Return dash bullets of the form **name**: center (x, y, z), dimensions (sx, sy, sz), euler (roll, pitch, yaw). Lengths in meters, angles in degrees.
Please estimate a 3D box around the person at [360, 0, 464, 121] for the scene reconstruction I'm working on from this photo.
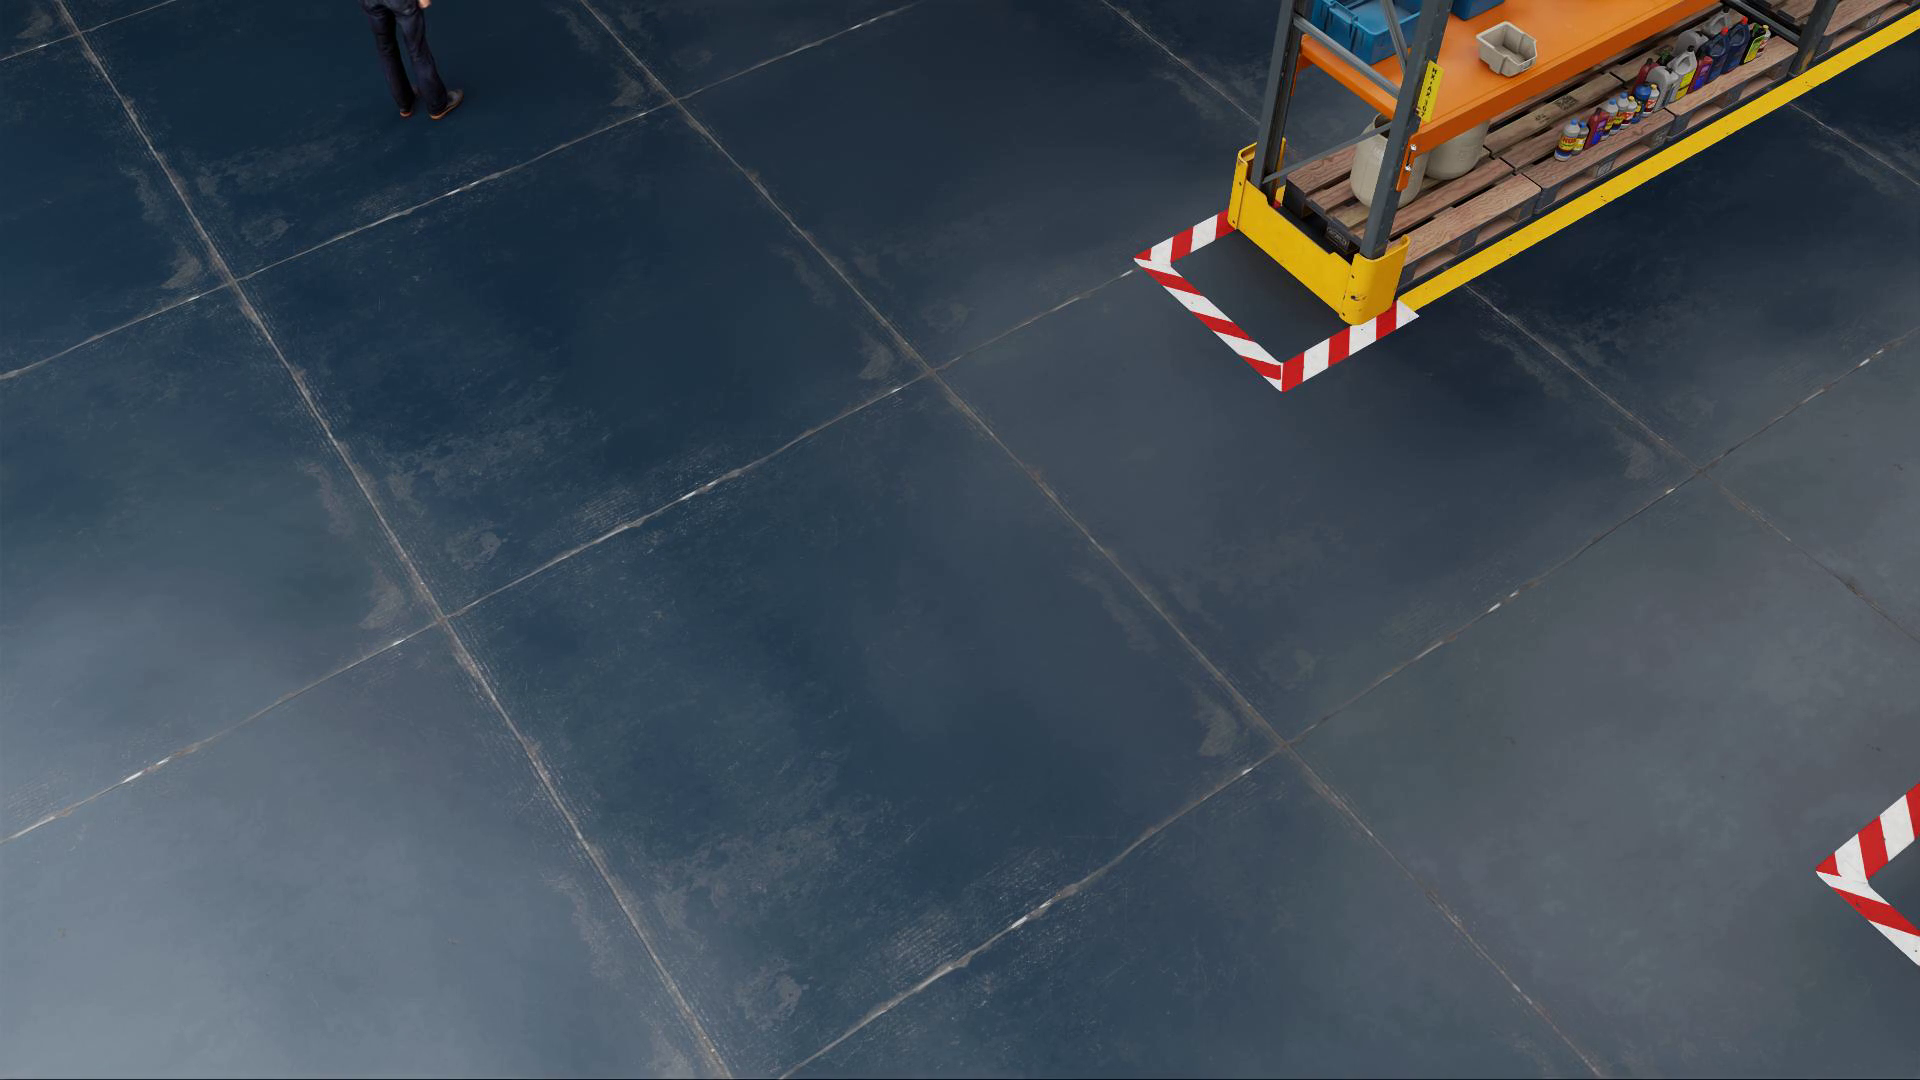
- **person**: center (-3.523, -3.399, 10.209), dimensions (0.734, 1.820, 0.784), euler (10, 53, 8)
